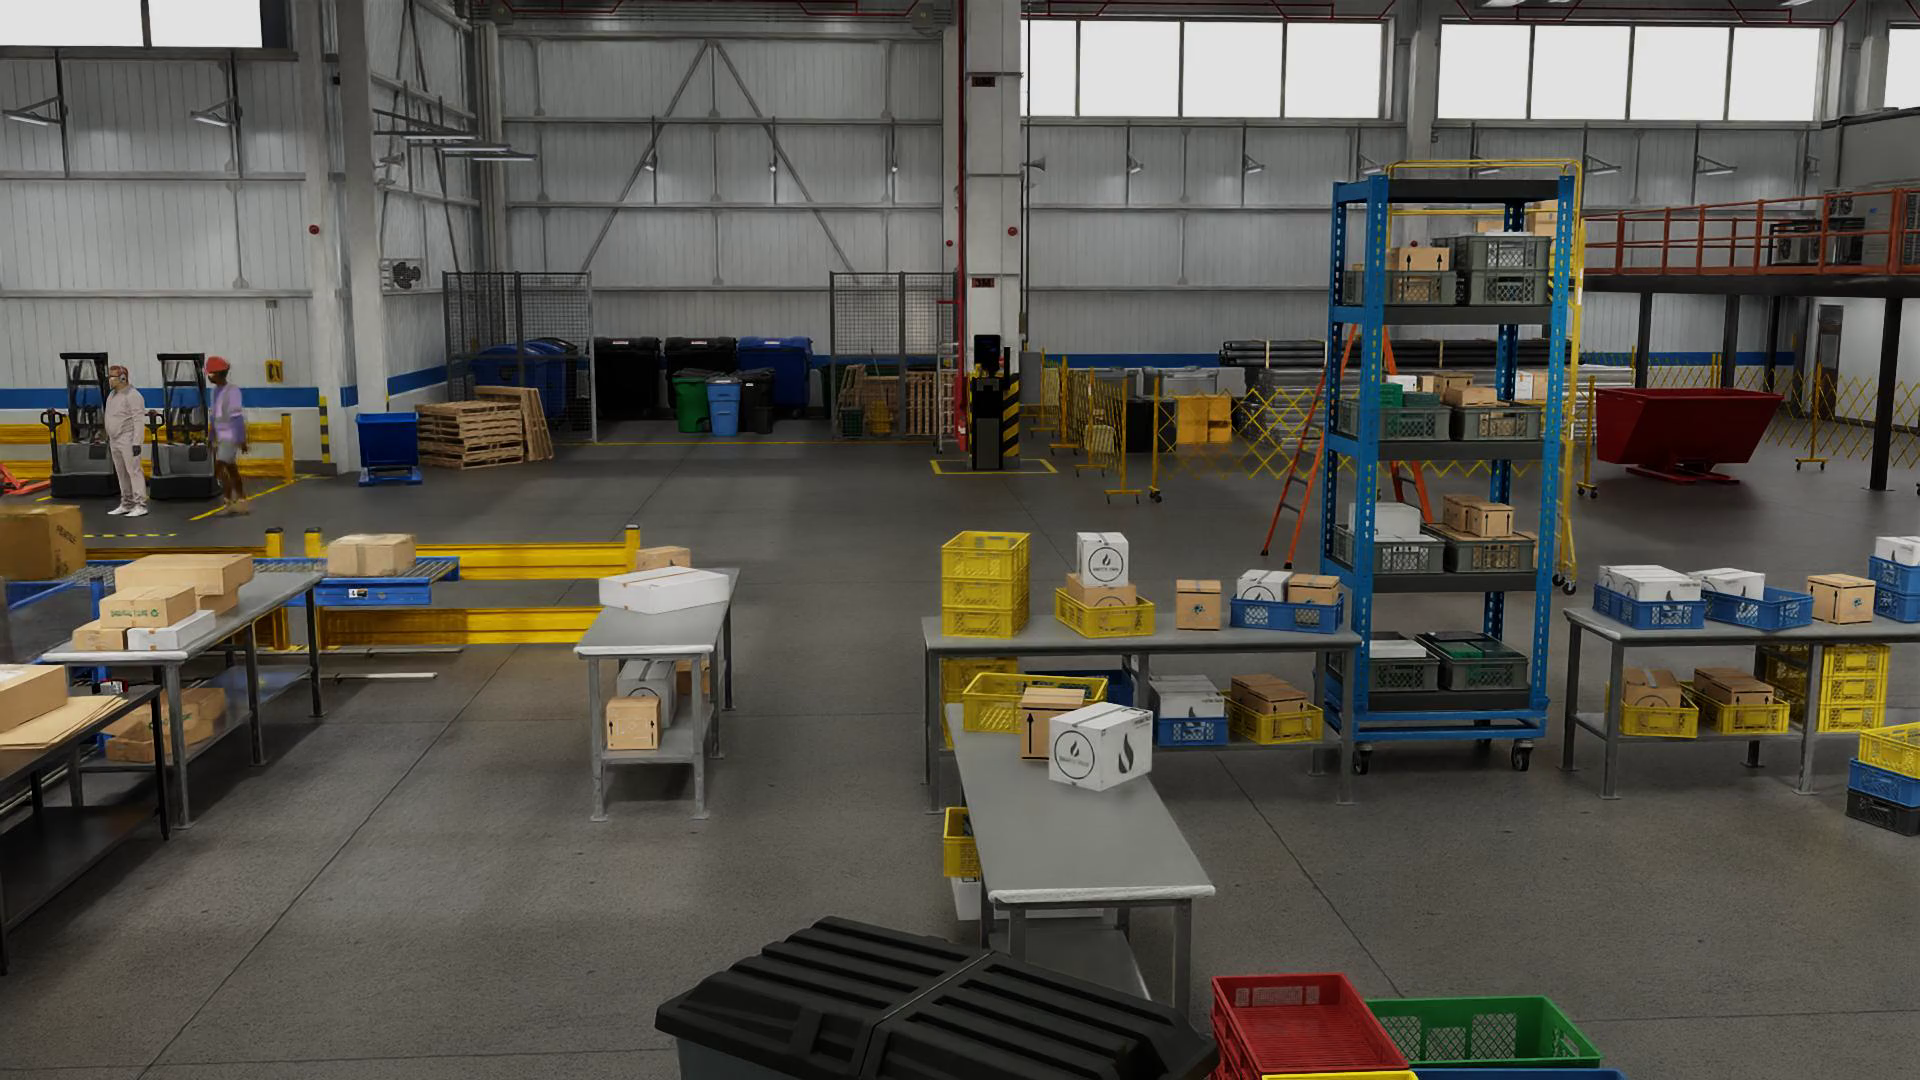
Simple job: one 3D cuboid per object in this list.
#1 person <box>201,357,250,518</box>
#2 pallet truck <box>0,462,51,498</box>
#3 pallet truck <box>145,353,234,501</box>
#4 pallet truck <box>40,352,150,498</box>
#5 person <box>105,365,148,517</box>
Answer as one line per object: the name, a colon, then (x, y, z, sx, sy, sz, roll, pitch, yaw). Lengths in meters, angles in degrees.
person: (-9.225, -1.271, 20.747, 0.657, 2.017, 0.702, 8, 12, 41)
pallet truck: (-13.193, -1.293, 23.148, 0.653, 1.274, 1.630, -1, 9, -4)
pallet truck: (-10.520, -1.604, 22.925, 0.823, 1.965, 1.885, -1, 9, -6)
pallet truck: (-11.907, -1.642, 23.165, 0.823, 1.965, 1.885, 0, 9, 0)
person: (-10.523, -1.239, 20.918, 0.654, 1.906, 0.408, 6, 11, 33)
